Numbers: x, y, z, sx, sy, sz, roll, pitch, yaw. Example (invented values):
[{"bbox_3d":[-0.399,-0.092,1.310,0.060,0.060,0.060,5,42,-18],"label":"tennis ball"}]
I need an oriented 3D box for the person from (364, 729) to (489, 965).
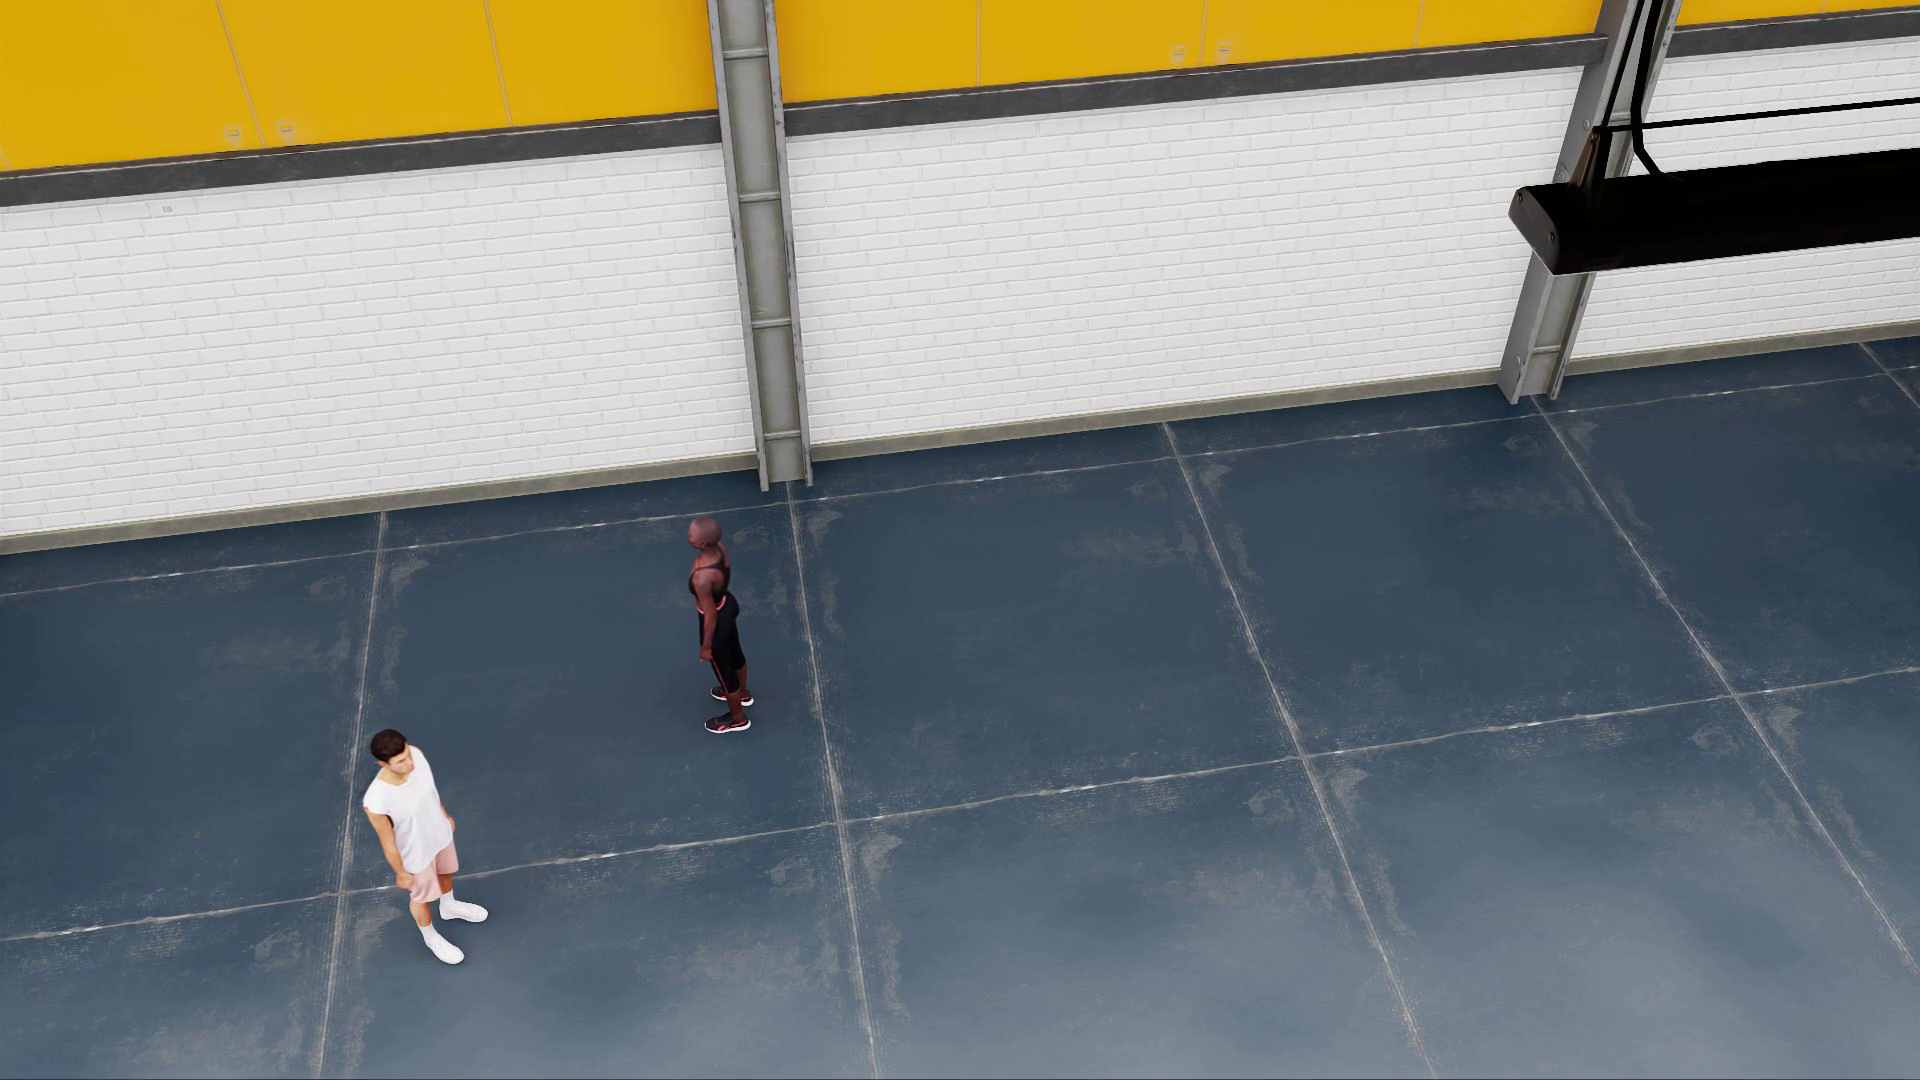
[{"bbox_3d":[-2.978,1.638,9.145,0.718,1.786,0.724,12,45,13],"label":"person"}]

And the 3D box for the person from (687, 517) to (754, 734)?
[{"bbox_3d":[-1.491,0.515,10.345,0.624,1.757,0.637,5,44,5],"label":"person"}]
